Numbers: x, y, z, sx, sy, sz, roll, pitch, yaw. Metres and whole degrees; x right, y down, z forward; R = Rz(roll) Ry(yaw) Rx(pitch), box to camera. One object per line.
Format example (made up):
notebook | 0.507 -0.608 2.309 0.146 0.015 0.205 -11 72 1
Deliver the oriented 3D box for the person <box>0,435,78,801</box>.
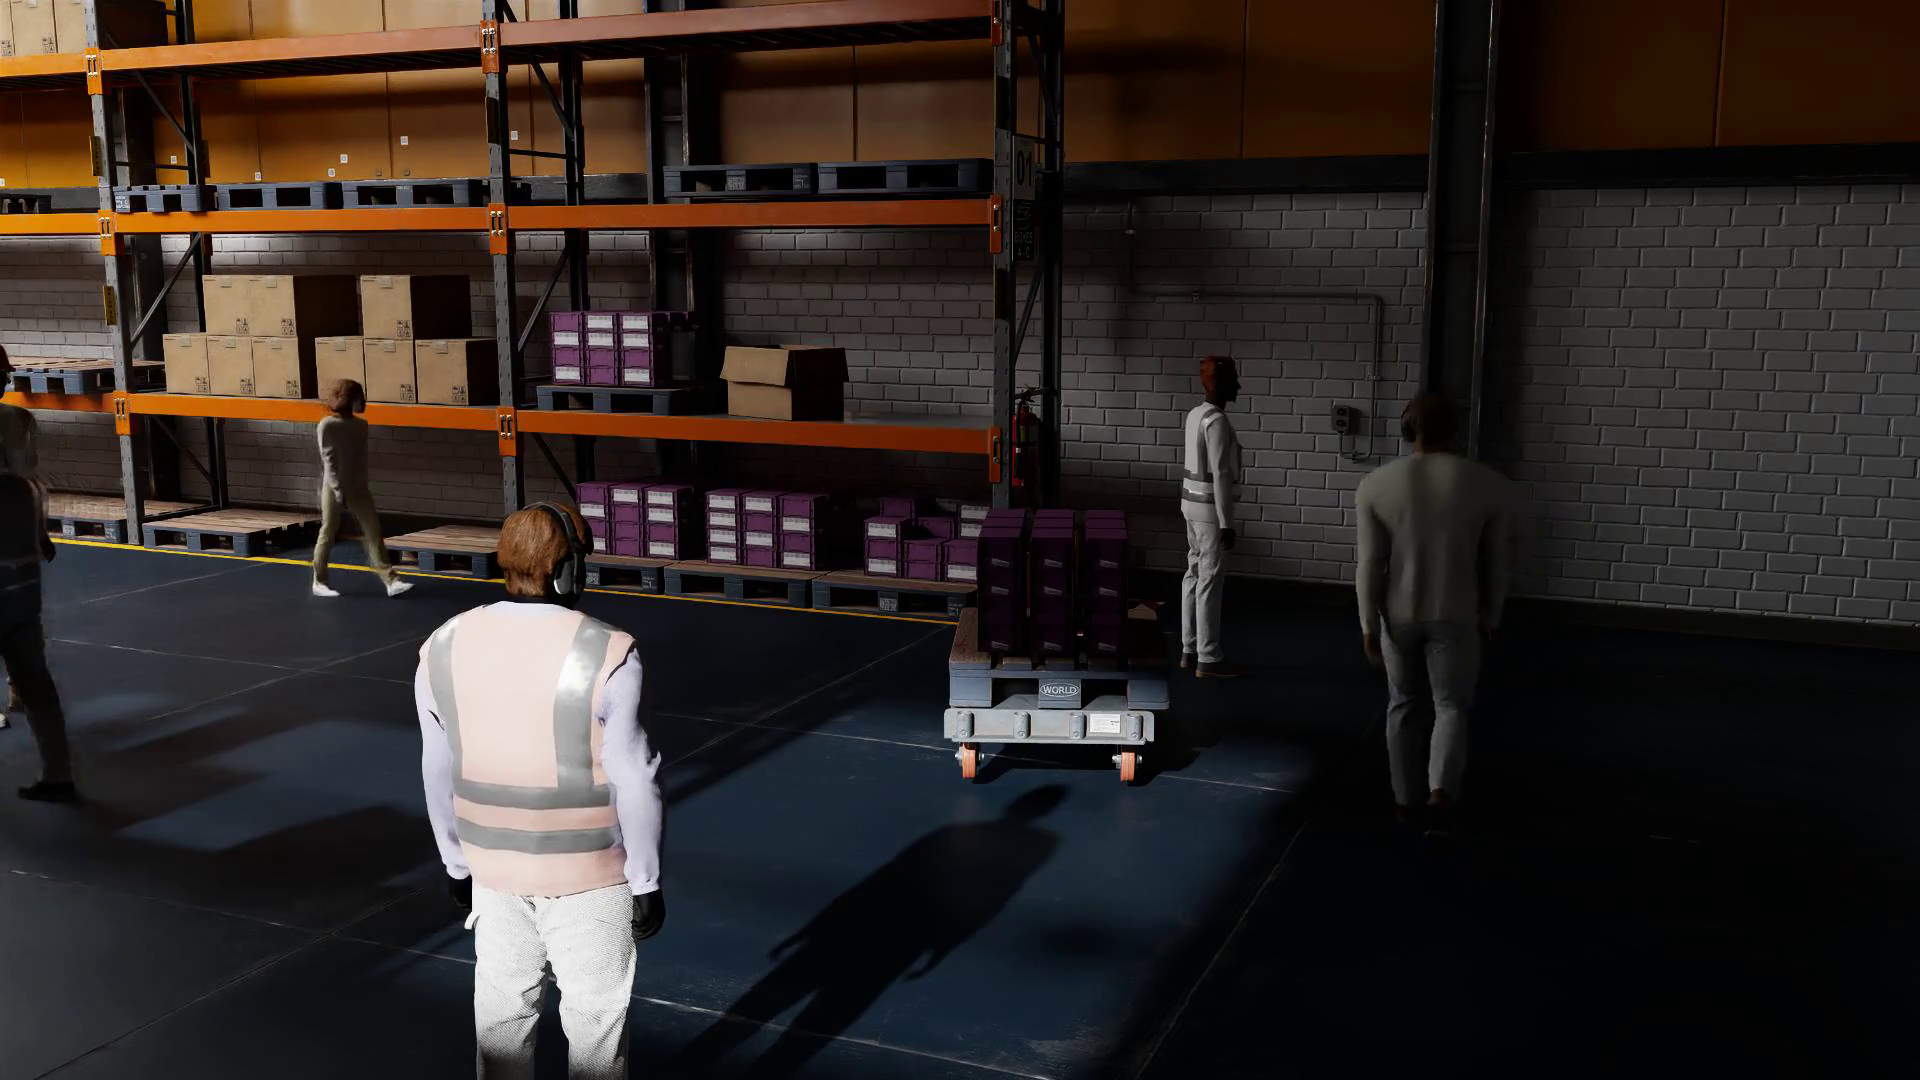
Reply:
person | -4.399 0.303 7.395 0.867 1.792 0.620 2 10 9

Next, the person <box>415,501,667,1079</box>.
person | -1.016 0.817 4.177 0.634 1.841 0.429 3 10 16

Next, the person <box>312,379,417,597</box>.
person | -4.361 -0.353 11.944 0.855 1.589 0.500 5 11 26

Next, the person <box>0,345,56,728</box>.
person | -5.051 -0.044 8.726 0.377 2.045 0.605 4 10 23

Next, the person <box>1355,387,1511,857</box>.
person | 1.933 0.332 6.881 0.625 1.918 0.848 3 10 18

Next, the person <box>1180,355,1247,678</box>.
person | 1.482 -0.137 9.767 0.355 1.883 0.572 -2 10 -9
